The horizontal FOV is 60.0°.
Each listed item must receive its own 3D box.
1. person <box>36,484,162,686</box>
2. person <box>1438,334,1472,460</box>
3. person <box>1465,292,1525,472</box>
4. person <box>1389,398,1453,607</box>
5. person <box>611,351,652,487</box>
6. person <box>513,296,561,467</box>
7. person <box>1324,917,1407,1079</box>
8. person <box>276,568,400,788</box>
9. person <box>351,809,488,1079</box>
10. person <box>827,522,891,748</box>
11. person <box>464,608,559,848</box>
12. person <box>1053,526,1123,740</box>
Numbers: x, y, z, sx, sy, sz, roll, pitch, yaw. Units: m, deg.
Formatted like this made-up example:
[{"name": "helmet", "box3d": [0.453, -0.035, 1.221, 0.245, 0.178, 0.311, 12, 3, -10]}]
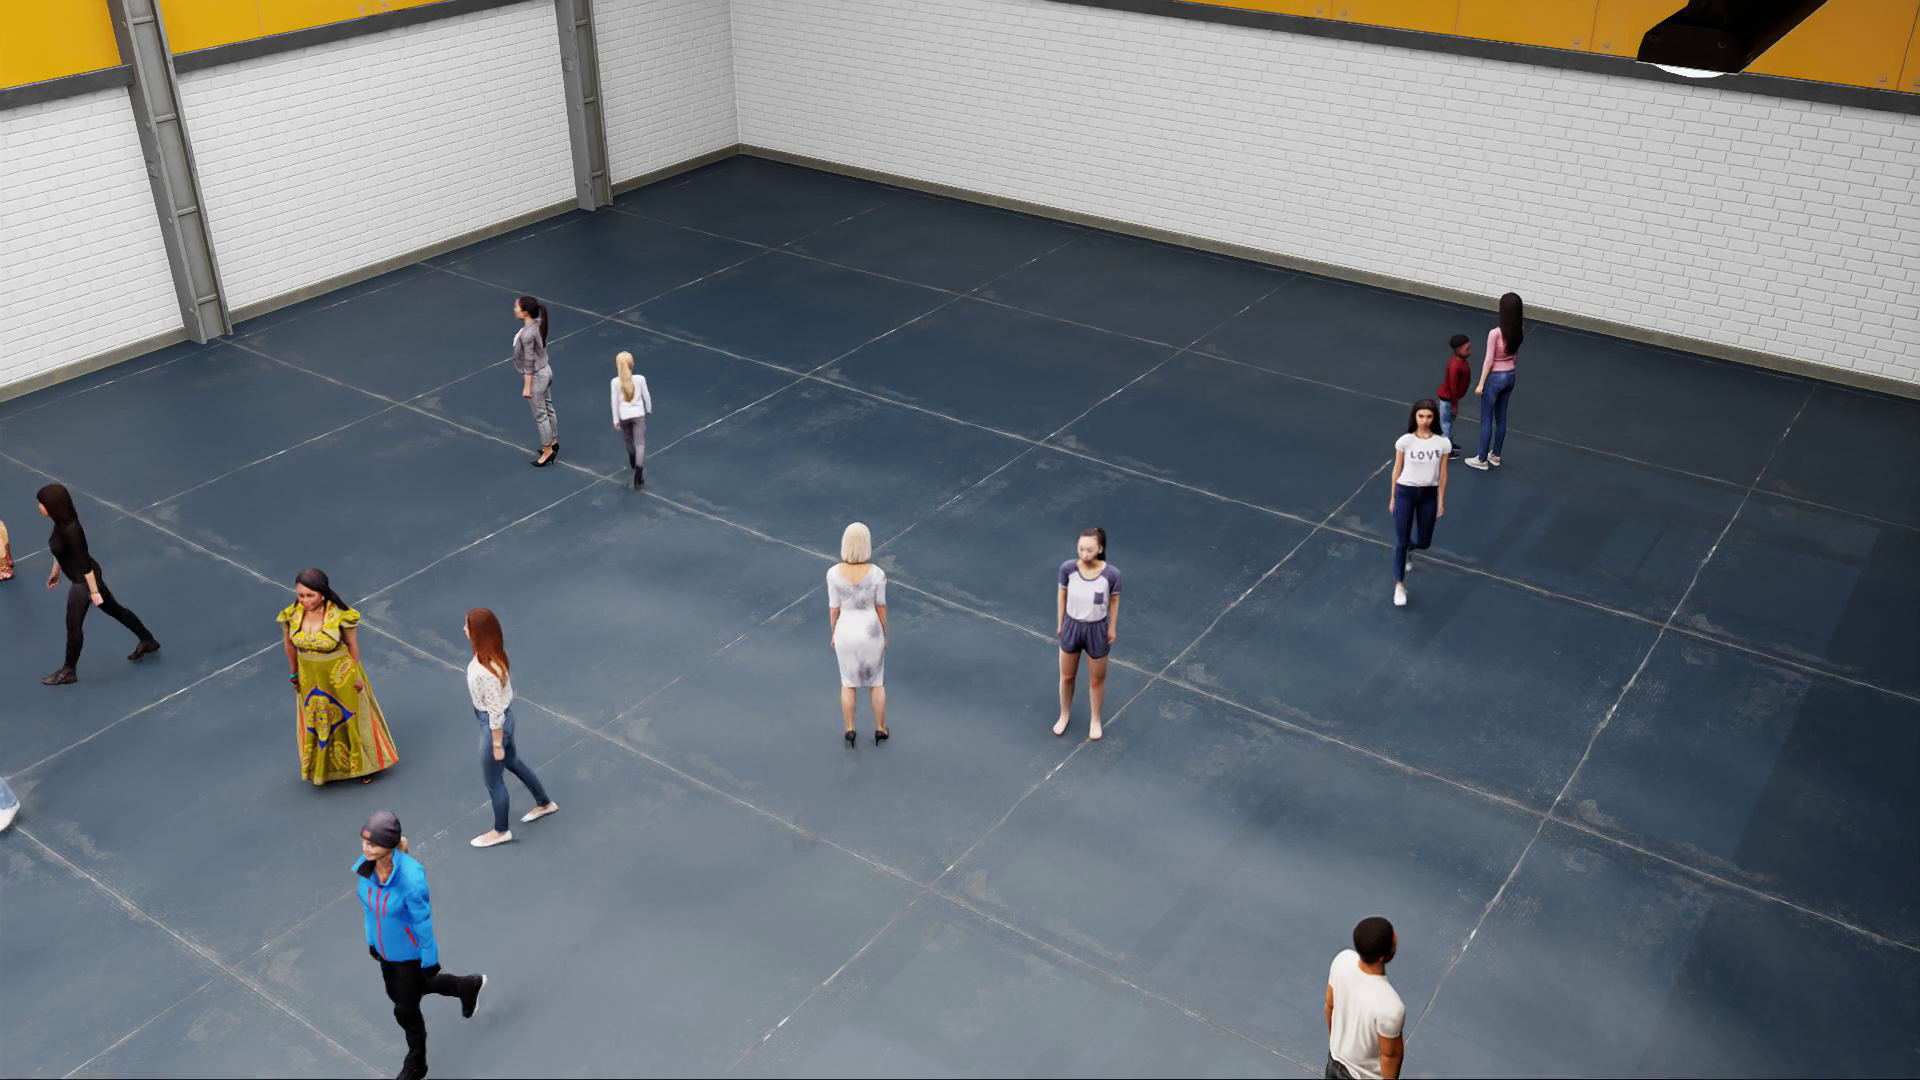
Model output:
[{"name": "person", "box3d": [-6.463, 0.295, 12.460, 1.155, 1.599, 0.864, -17, 33, -28]}, {"name": "person", "box3d": [4.675, -1.383, 15.901, 0.607, 1.249, 0.491, 10, 30, 17]}, {"name": "person", "box3d": [5.046, -1.496, 15.592, 0.584, 1.743, 0.699, -15, 32, -26]}, {"name": "person", "box3d": [3.682, -0.352, 13.472, 0.850, 1.765, 0.984, 3, 29, 5]}, {"name": "person", "box3d": [-3.035, -1.106, 15.383, 0.814, 1.258, 0.944, -1, 29, -2]}, {"name": "person", "box3d": [-3.985, -1.511, 15.688, 0.784, 1.679, 0.695, 1, 29, 3]}, {"name": "person", "box3d": [1.937, 2.553, 8.105, 0.692, 1.805, 0.710, -15, 32, -25]}, {"name": "person", "box3d": [-4.271, 0.914, 11.261, 1.006, 1.660, 1.050, -2, 29, -5]}, {"name": "person", "box3d": [-2.905, 2.140, 8.888, 0.625, 1.780, 0.982, 19, 34, 31]}, {"name": "person", "box3d": [-0.698, 0.672, 11.611, 0.645, 1.750, 0.671, 1, 29, 2]}, {"name": "person", "box3d": [-2.946, 1.167, 10.717, 0.895, 1.736, 0.840, -6, 29, -11]}, {"name": "person", "box3d": [0.890, 0.648, 11.760, 0.655, 1.650, 0.625, 7, 29, 13]}]
